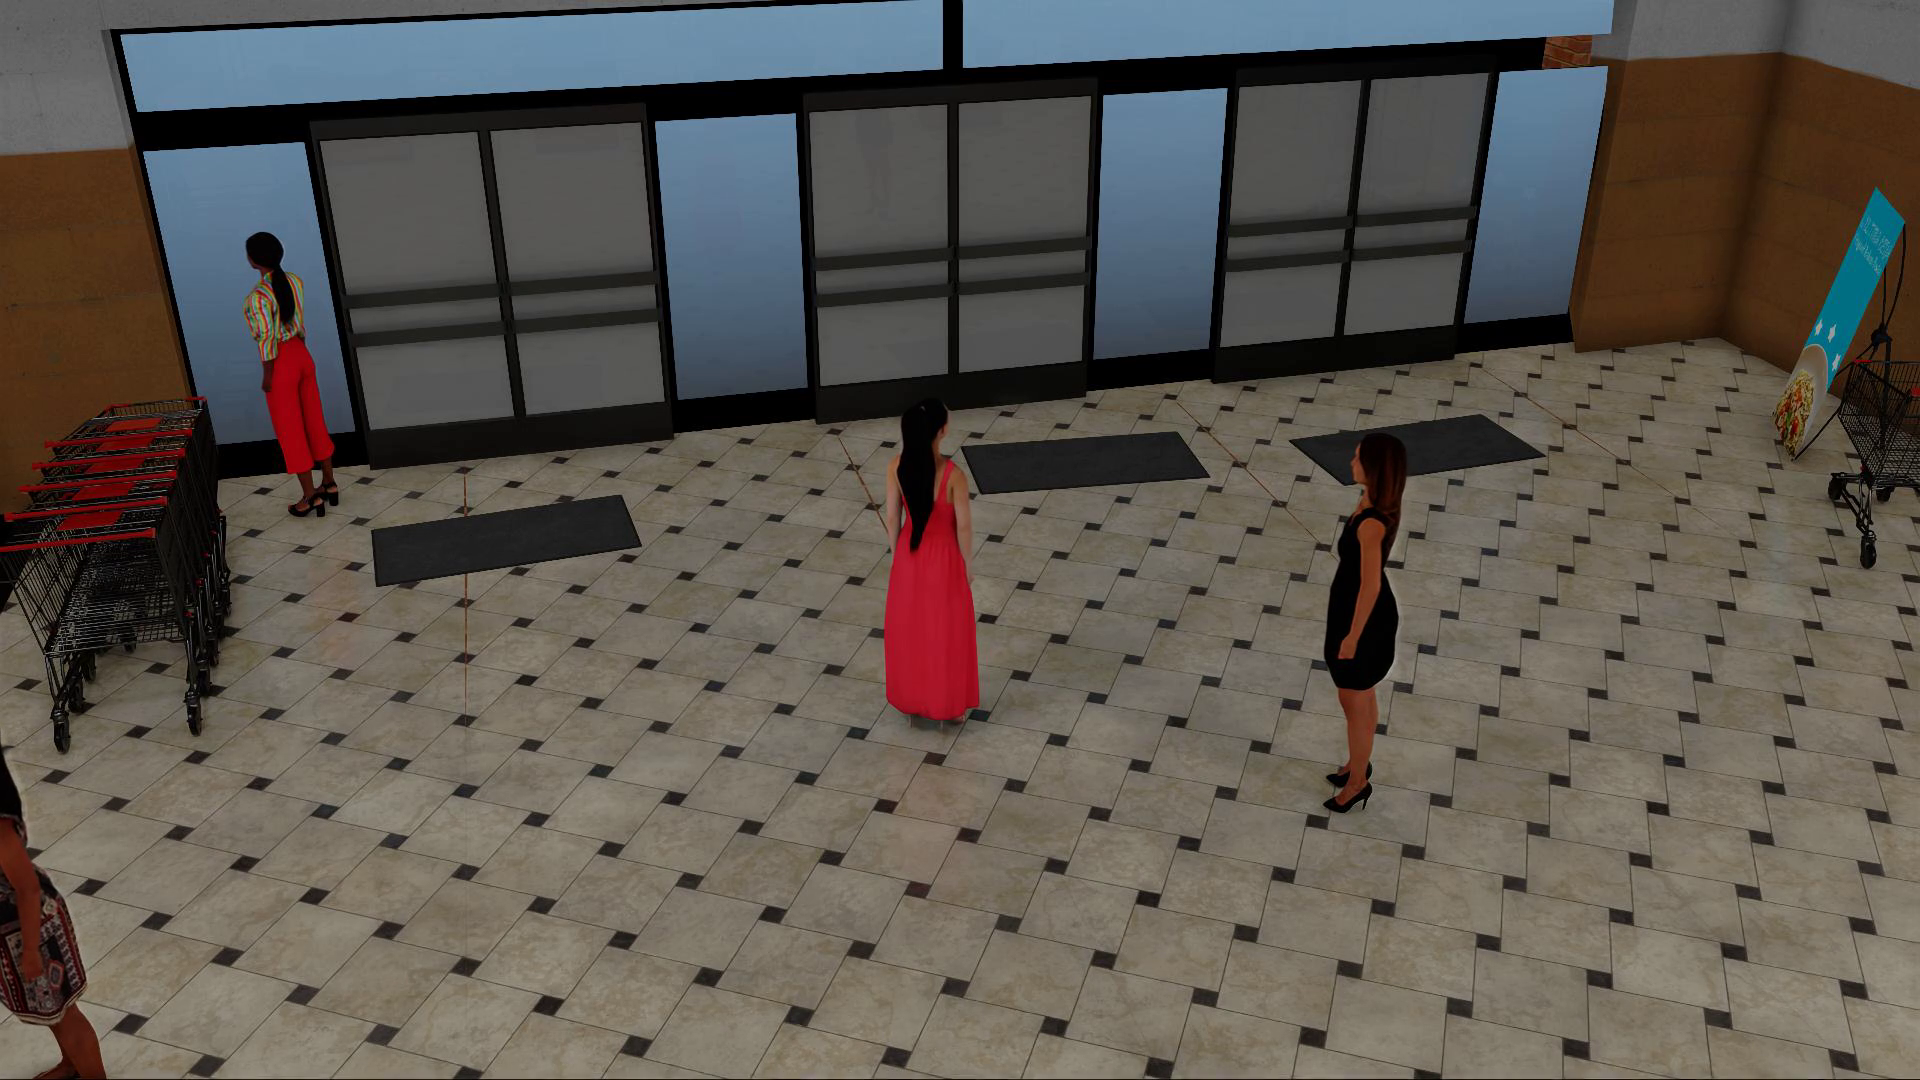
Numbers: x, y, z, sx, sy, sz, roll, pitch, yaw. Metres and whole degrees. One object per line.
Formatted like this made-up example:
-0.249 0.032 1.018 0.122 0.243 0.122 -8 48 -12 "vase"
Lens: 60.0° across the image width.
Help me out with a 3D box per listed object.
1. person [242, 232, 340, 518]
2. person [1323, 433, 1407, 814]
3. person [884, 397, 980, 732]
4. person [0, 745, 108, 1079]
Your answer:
-4.071 -0.996 10.088 0.735 1.793 0.630 7 28 14 "person"
1.764 0.388 7.315 0.729 1.834 0.633 8 28 16 "person"
-0.146 0.130 7.944 0.716 1.726 0.754 10 29 19 "person"
-3.223 1.310 5.706 0.784 1.645 0.639 -23 35 -37 "person"
